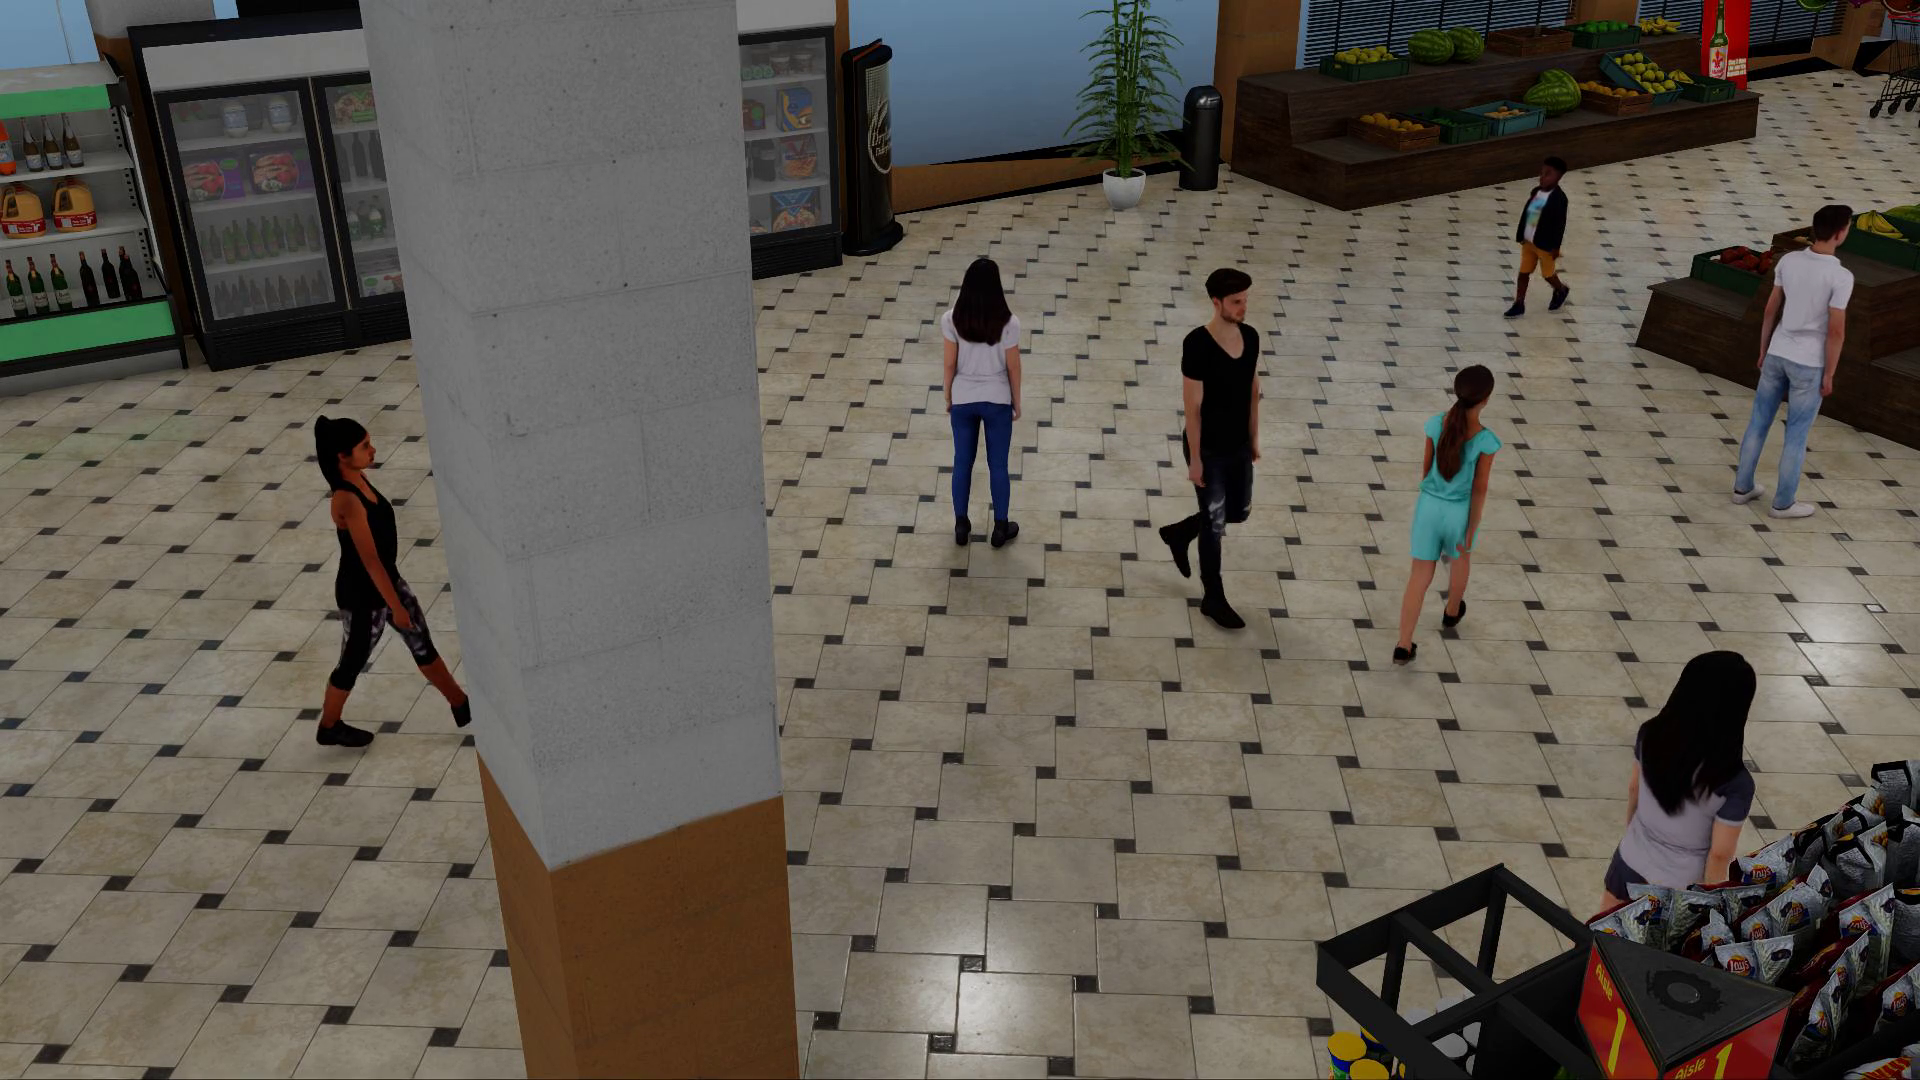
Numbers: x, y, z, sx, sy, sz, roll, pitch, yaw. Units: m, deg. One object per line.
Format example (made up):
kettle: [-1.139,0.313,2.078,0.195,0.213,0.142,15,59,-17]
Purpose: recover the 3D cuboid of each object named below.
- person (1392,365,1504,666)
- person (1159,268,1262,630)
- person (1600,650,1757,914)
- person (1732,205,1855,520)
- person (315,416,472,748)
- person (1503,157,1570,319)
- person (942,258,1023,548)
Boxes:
person: [2.355,-0.089,8.165,0.910,1.518,1.151,15,31,27]
person: [1.278,-0.500,8.575,0.928,1.880,0.787,-20,33,-34]
person: [2.308,1.145,5.576,1.110,1.658,0.635,-16,31,-28]
person: [4.855,-1.035,9.664,0.551,1.850,0.648,-13,30,-24]
person: [-2.707,0.240,7.400,1.156,1.623,0.826,-6,27,-11]
person: [4.561,-2.342,12.901,0.822,1.253,0.517,-15,31,-28]
person: [0.121,-0.742,9.268,0.669,1.685,0.734,6,28,12]
